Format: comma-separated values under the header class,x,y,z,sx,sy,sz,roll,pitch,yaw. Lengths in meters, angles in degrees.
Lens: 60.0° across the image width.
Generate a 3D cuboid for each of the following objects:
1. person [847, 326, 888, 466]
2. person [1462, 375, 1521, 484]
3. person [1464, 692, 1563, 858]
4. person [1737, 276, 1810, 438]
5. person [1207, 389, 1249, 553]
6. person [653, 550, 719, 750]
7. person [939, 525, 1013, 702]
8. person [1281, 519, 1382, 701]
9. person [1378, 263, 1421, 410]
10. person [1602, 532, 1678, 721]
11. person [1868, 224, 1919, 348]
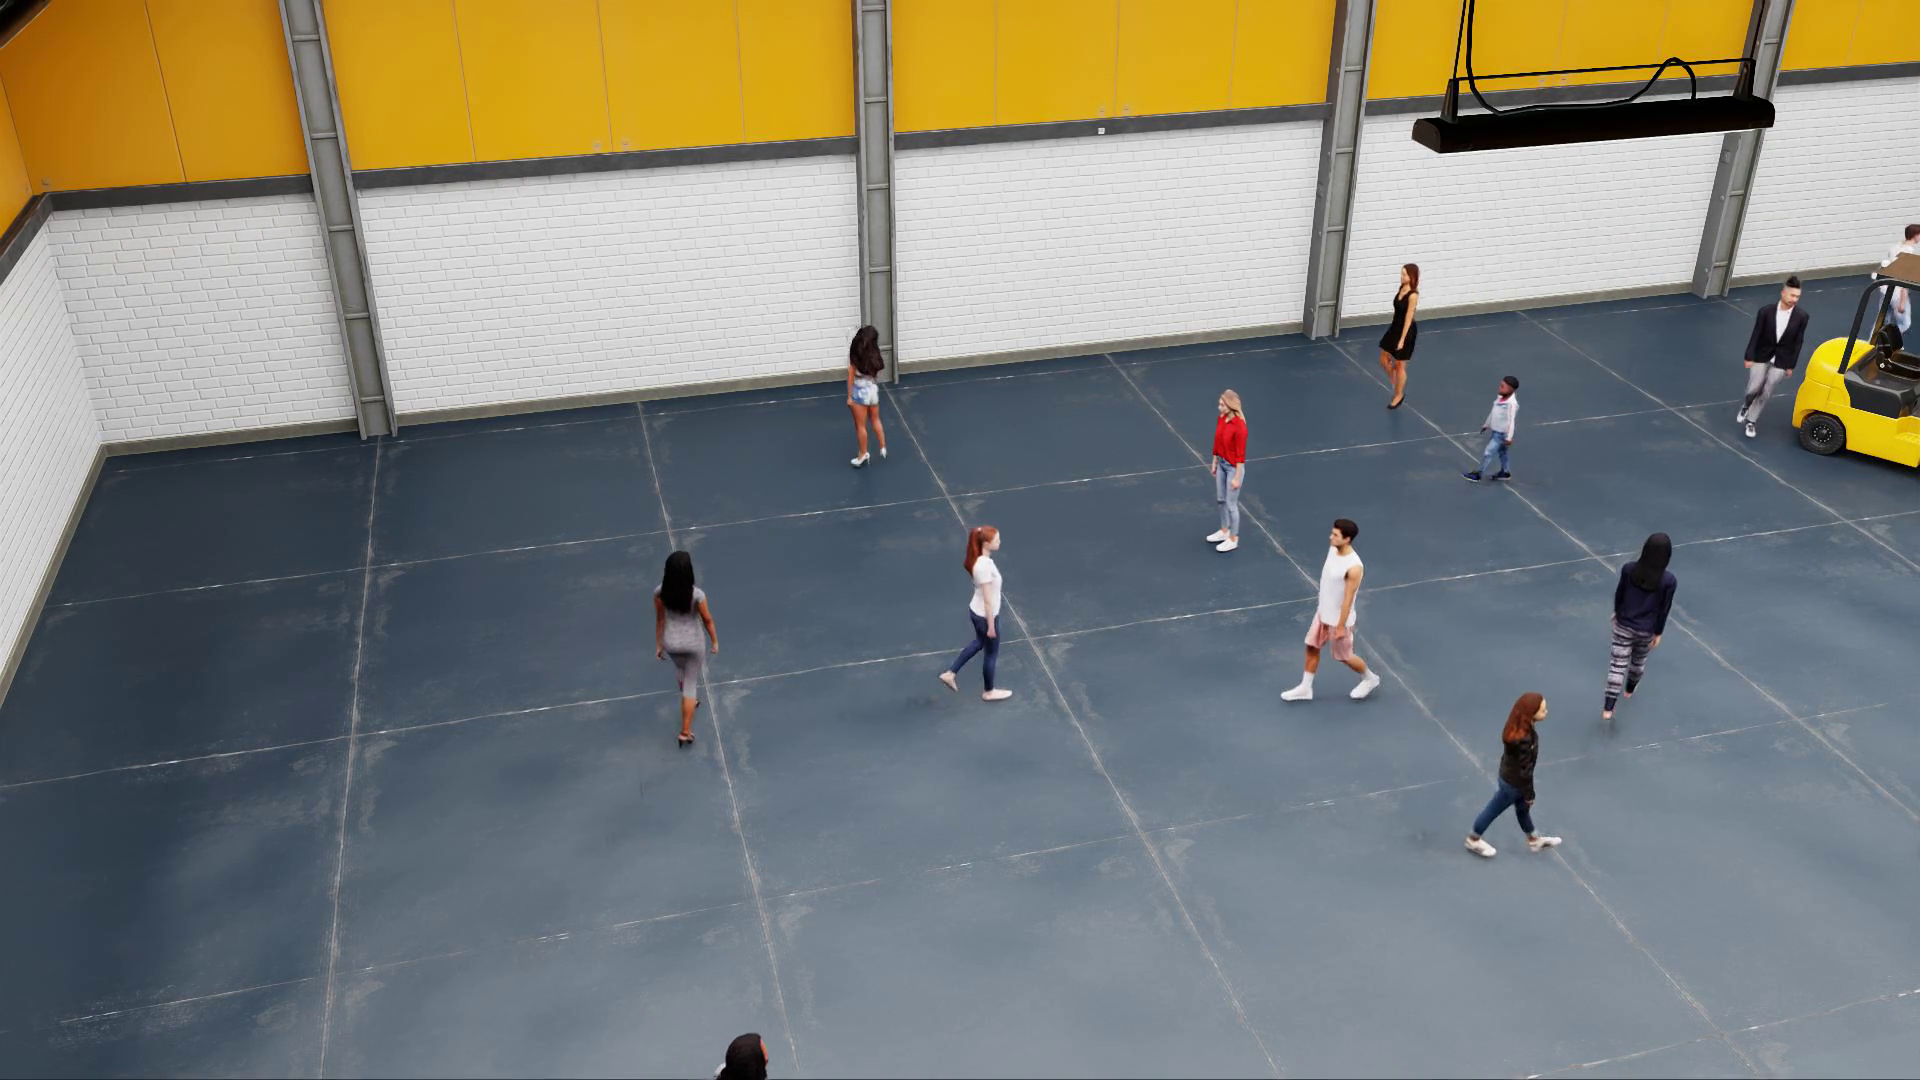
class,x,y,z,sx,sy,sz,roll,pitch,yaw
person,-1.070,-1.561,18.332,0.768,1.597,0.686,13,31,23
person,5.937,-1.199,18.047,0.837,1.234,0.617,1,29,2
person,4.050,1.759,12.405,1.021,1.445,0.868,8,30,14
person,9.292,-2.123,19.005,0.891,1.939,0.957,13,31,23
person,2.706,-0.709,16.666,0.597,1.699,0.668,-14,32,-24
person,-2.280,0.940,13.578,0.945,1.760,0.917,5,29,10
person,0.123,0.648,14.148,0.857,1.727,0.599,-9,30,-16
person,3.291,0.628,14.153,1.111,1.756,0.680,-6,29,-11
person,5.279,-2.374,19.586,0.594,1.824,0.592,-8,30,-15
person,5.659,0.751,13.986,1.057,1.701,1.100,14,32,24
person,11.591,-3.042,20.798,0.706,1.837,0.730,-2,29,-4
